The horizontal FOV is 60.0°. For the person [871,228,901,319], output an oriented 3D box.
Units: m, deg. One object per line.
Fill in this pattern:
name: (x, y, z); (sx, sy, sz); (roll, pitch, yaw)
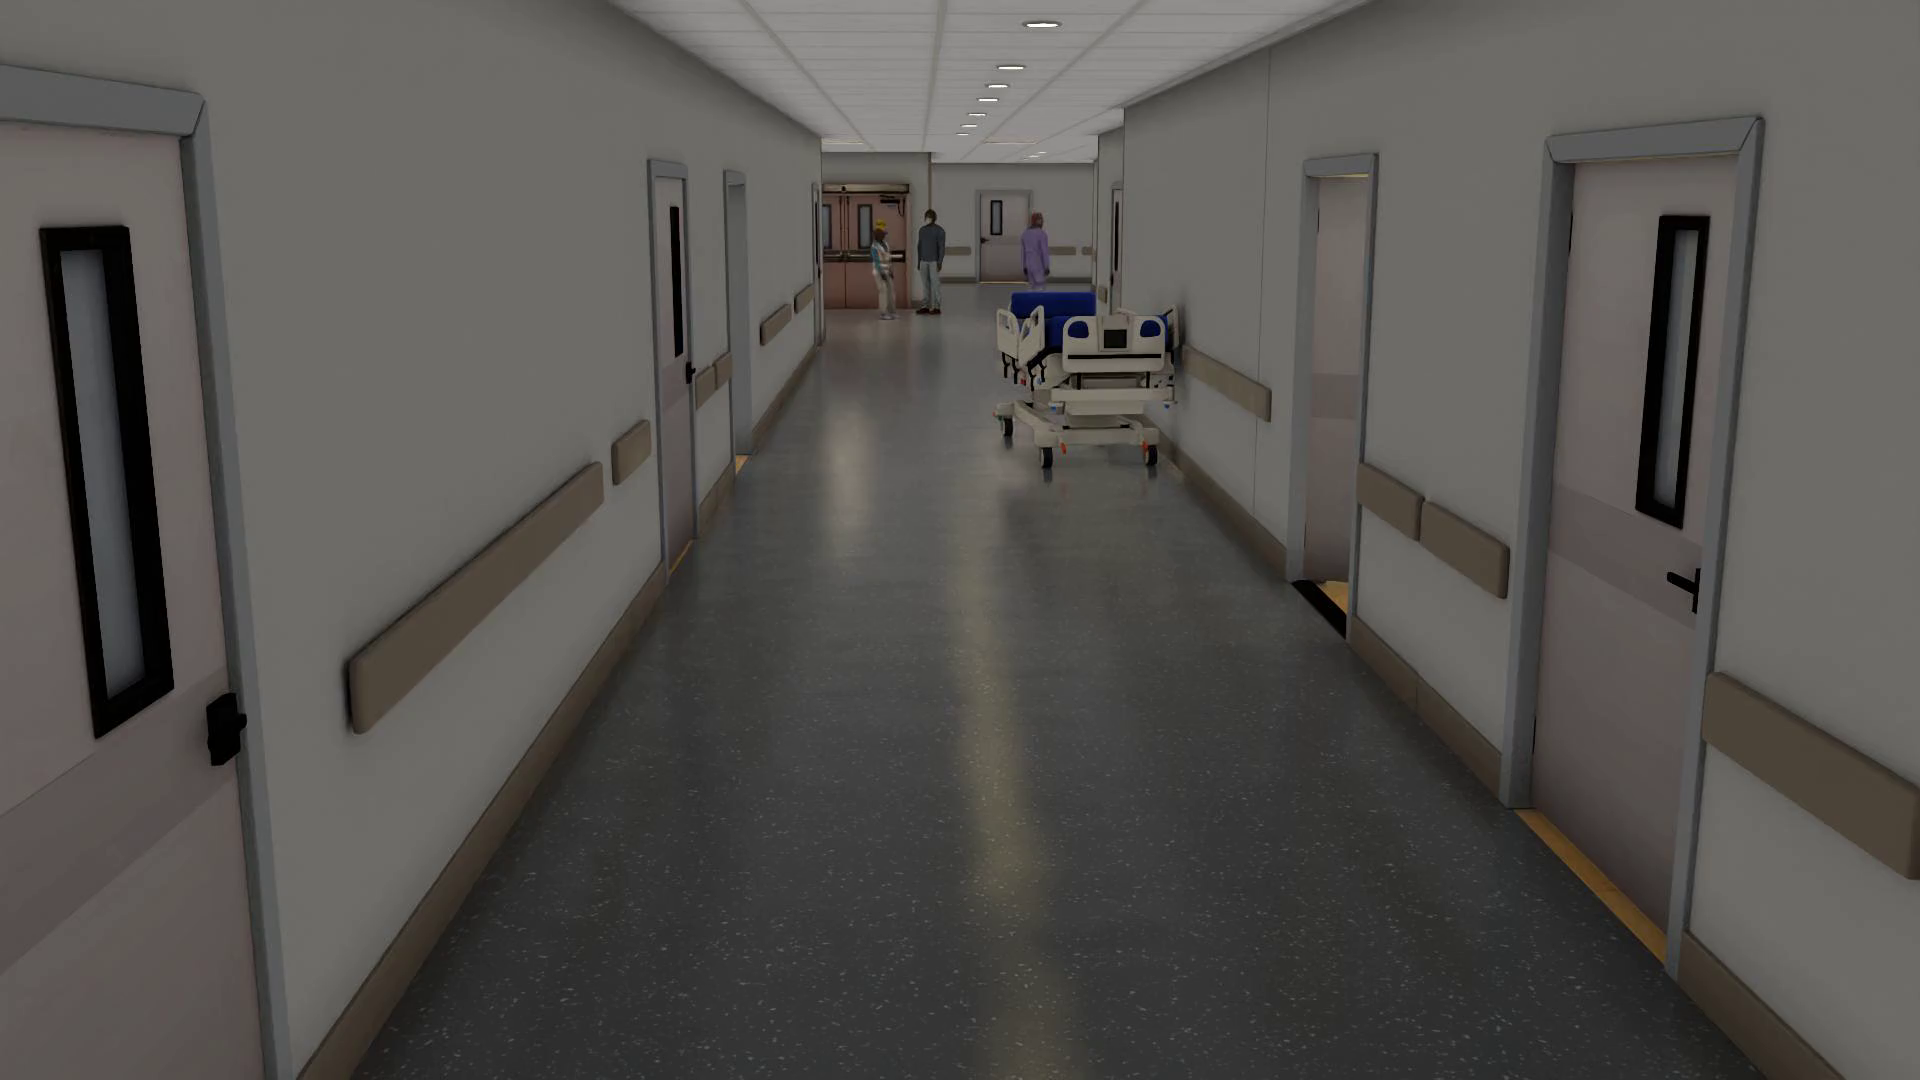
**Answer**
person: (-1.323, -4.724, 29.579); (0.420, 1.607, 0.596); (6, 13, 26)

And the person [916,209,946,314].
person: (-0.550, -5.165, 30.911); (0.631, 1.940, 0.372); (9, 15, 38)

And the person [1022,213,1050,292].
person: (1.349, -4.998, 30.242); (0.749, 1.887, 0.642); (-8, 14, -34)
